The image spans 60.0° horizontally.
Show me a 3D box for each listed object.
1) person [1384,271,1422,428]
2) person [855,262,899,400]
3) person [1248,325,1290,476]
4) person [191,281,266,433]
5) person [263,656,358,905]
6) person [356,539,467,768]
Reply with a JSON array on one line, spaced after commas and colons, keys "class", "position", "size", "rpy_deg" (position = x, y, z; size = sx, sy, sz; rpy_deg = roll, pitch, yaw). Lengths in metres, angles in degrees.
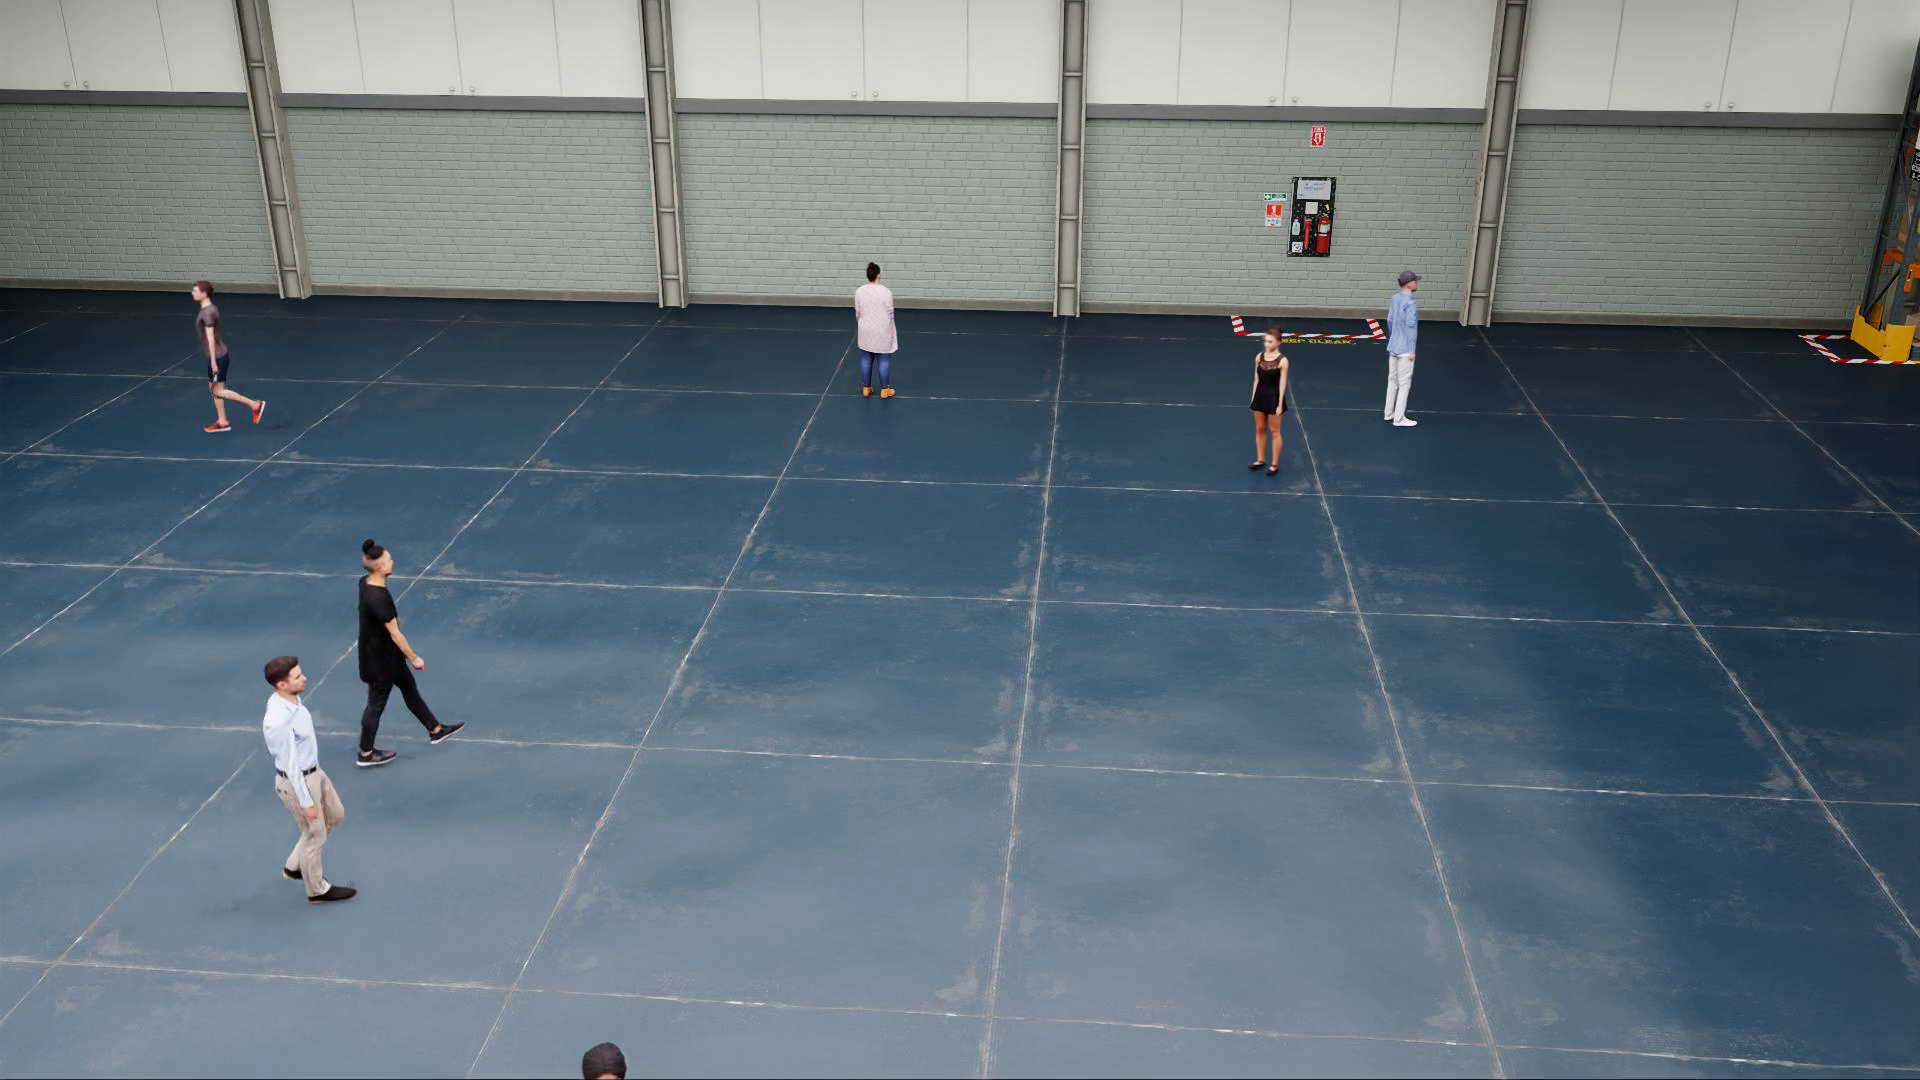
[{"class": "person", "position": [5.330, -2.318, 20.030], "size": [0.704, 1.888, 0.727], "rpy_deg": [-7, 24, -15]}, {"class": "person", "position": [-1.075, -2.661, 21.024], "size": [0.656, 1.742, 0.816], "rpy_deg": [8, 24, 19]}, {"class": "person", "position": [3.456, -1.570, 18.539], "size": [0.674, 1.680, 0.745], "rpy_deg": [21, 31, 40]}, {"class": "person", "position": [-8.748, -2.175, 19.756], "size": [1.069, 1.839, 0.890], "rpy_deg": [-8, 24, -18]}, {"class": "person", "position": [-4.392, 1.592, 10.903], "size": [0.800, 1.836, 0.760], "rpy_deg": [-5, 24, -13]}, {"class": "person", "position": [-4.465, 0.883, 12.573], "size": [1.187, 1.833, 0.985], "rpy_deg": [-9, 25, -19]}]
